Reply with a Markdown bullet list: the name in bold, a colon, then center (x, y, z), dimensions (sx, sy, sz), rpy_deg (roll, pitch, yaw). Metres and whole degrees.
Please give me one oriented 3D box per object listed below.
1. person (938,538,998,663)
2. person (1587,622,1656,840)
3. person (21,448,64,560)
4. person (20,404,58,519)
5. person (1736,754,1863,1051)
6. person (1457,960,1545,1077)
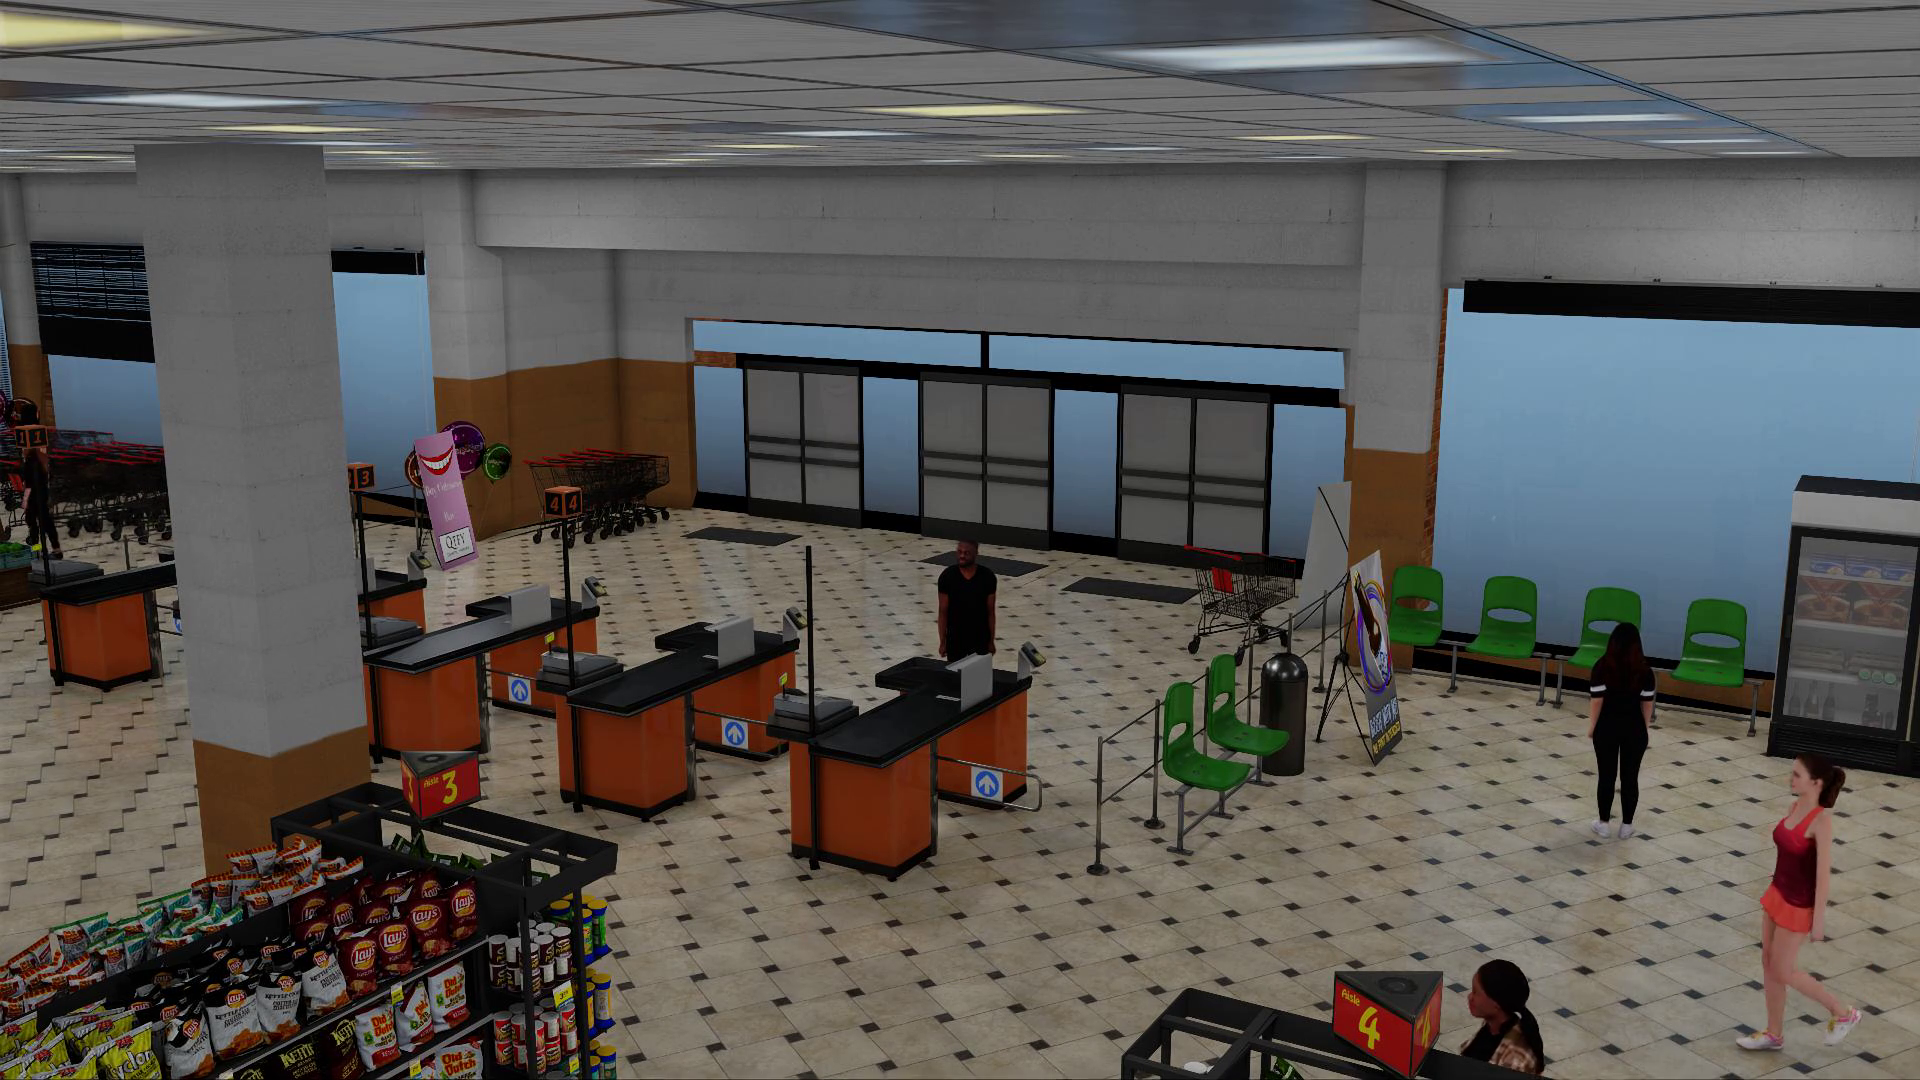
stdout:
- **person**: center (0.065, 0.865, 14.428), dimensions (0.746, 1.819, 0.757), rpy_deg (-1, 12, -5)
- **person**: center (4.881, 1.404, 12.306), dimensions (0.663, 1.638, 0.663), rpy_deg (3, 12, 15)
- **person**: center (-11.819, -0.567, 21.521), dimensions (0.935, 1.698, 0.874), rpy_deg (-3, 12, -15)
- **person**: center (-13.454, -1.138, 24.214), dimensions (0.618, 1.707, 0.565), rpy_deg (5, 13, 22)
- **person**: center (4.664, 2.018, 9.150), dimensions (0.834, 1.738, 0.867), rpy_deg (1, 12, 4)
- **person**: center (2.219, 2.549, 6.626), dimensions (1.007, 1.738, 1.114), rpy_deg (0, 12, 0)
